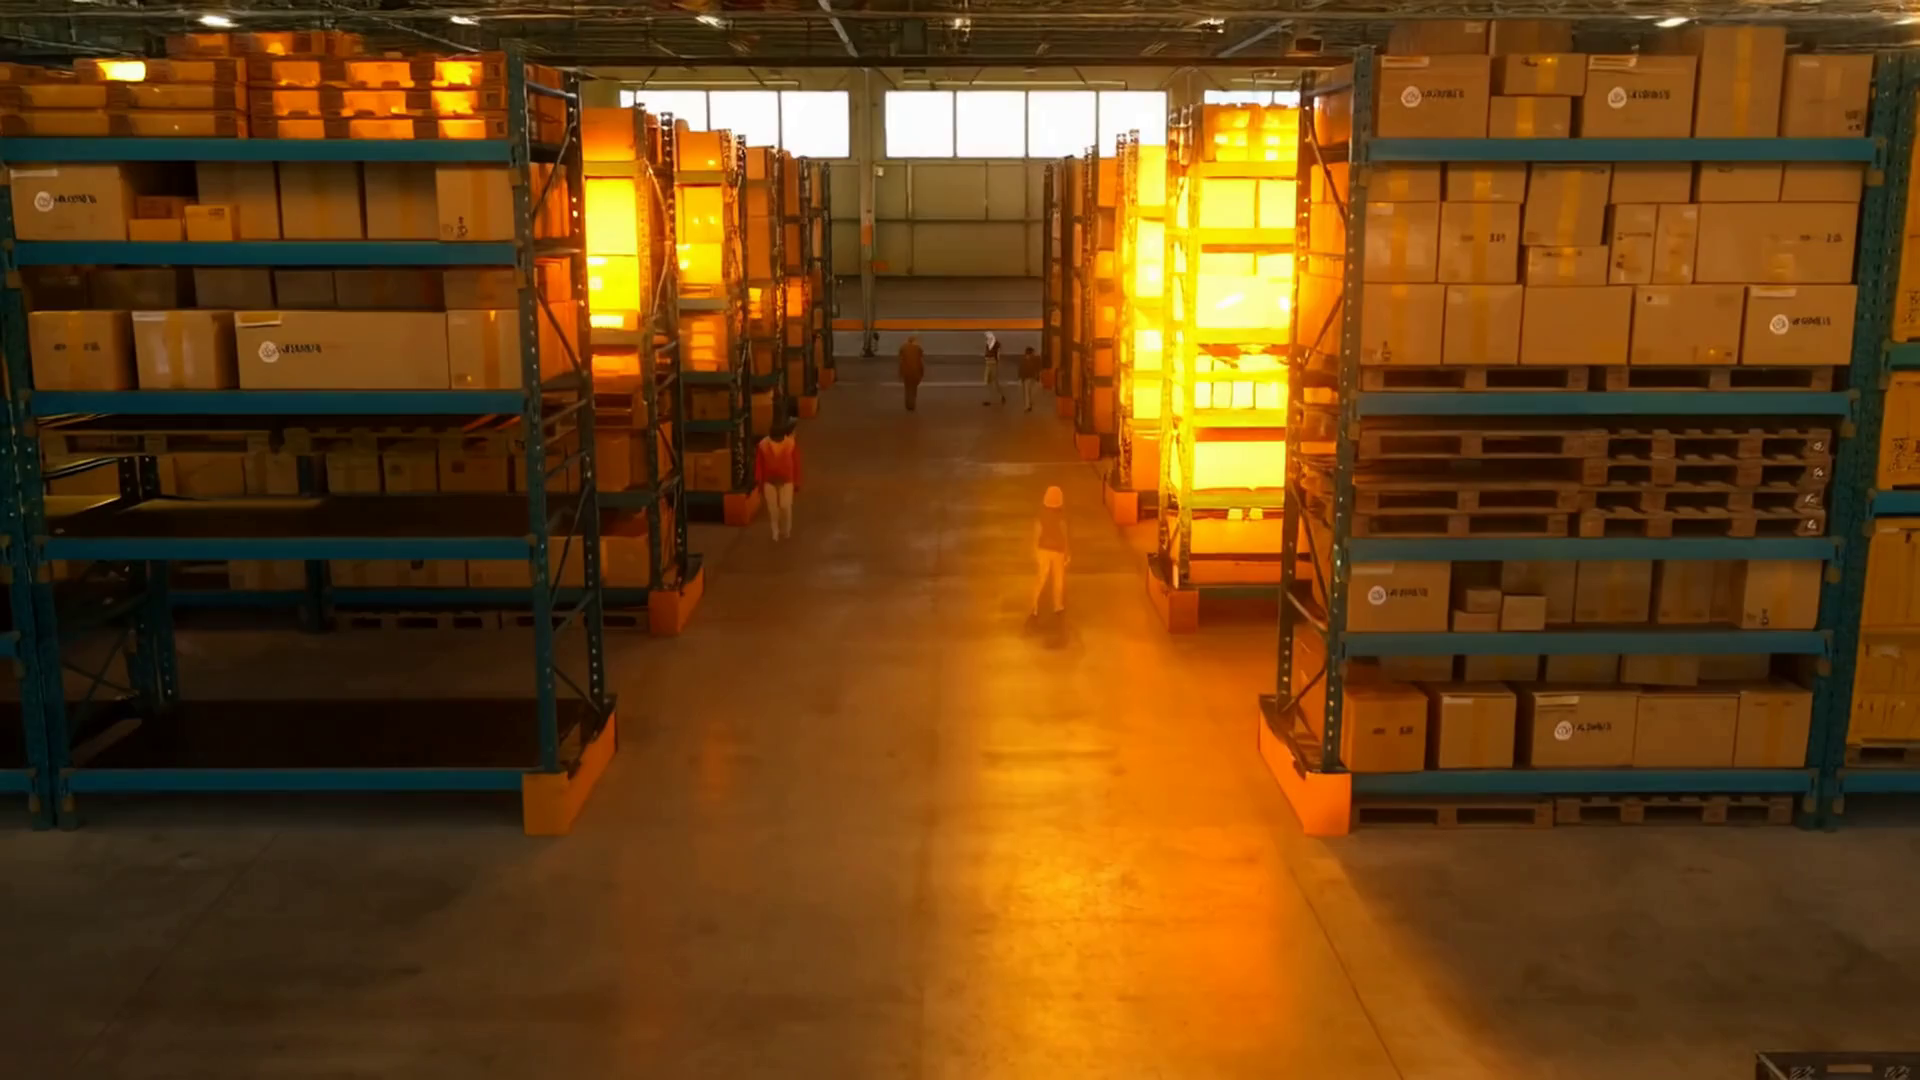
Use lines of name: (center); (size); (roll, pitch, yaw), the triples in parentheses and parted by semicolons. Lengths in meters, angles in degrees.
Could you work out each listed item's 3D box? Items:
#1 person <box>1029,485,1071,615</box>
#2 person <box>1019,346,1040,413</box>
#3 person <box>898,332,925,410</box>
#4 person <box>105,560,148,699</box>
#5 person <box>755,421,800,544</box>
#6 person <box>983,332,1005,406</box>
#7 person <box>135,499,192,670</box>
person: (1.086, 0.141, 20.168); (0.504, 1.612, 0.645); (5, 13, 25)
person: (1.684, -3.897, 40.192); (0.505, 1.608, 0.765); (1, 11, 4)
person: (-1.164, -4.103, 40.485); (0.678, 1.891, 0.433); (4, 12, 17)
person: (-8.292, 0.832, 16.519); (0.317, 1.698, 0.538); (-11, 16, -43)
person: (-2.694, -0.845, 24.511); (0.651, 1.825, 0.658); (0, 11, -1)
person: (0.827, -4.272, 41.473); (0.589, 1.829, 0.624); (9, 15, 38)
person: (-8.559, 0.489, 17.741); (0.514, 1.891, 0.648); (-1, 11, -7)
